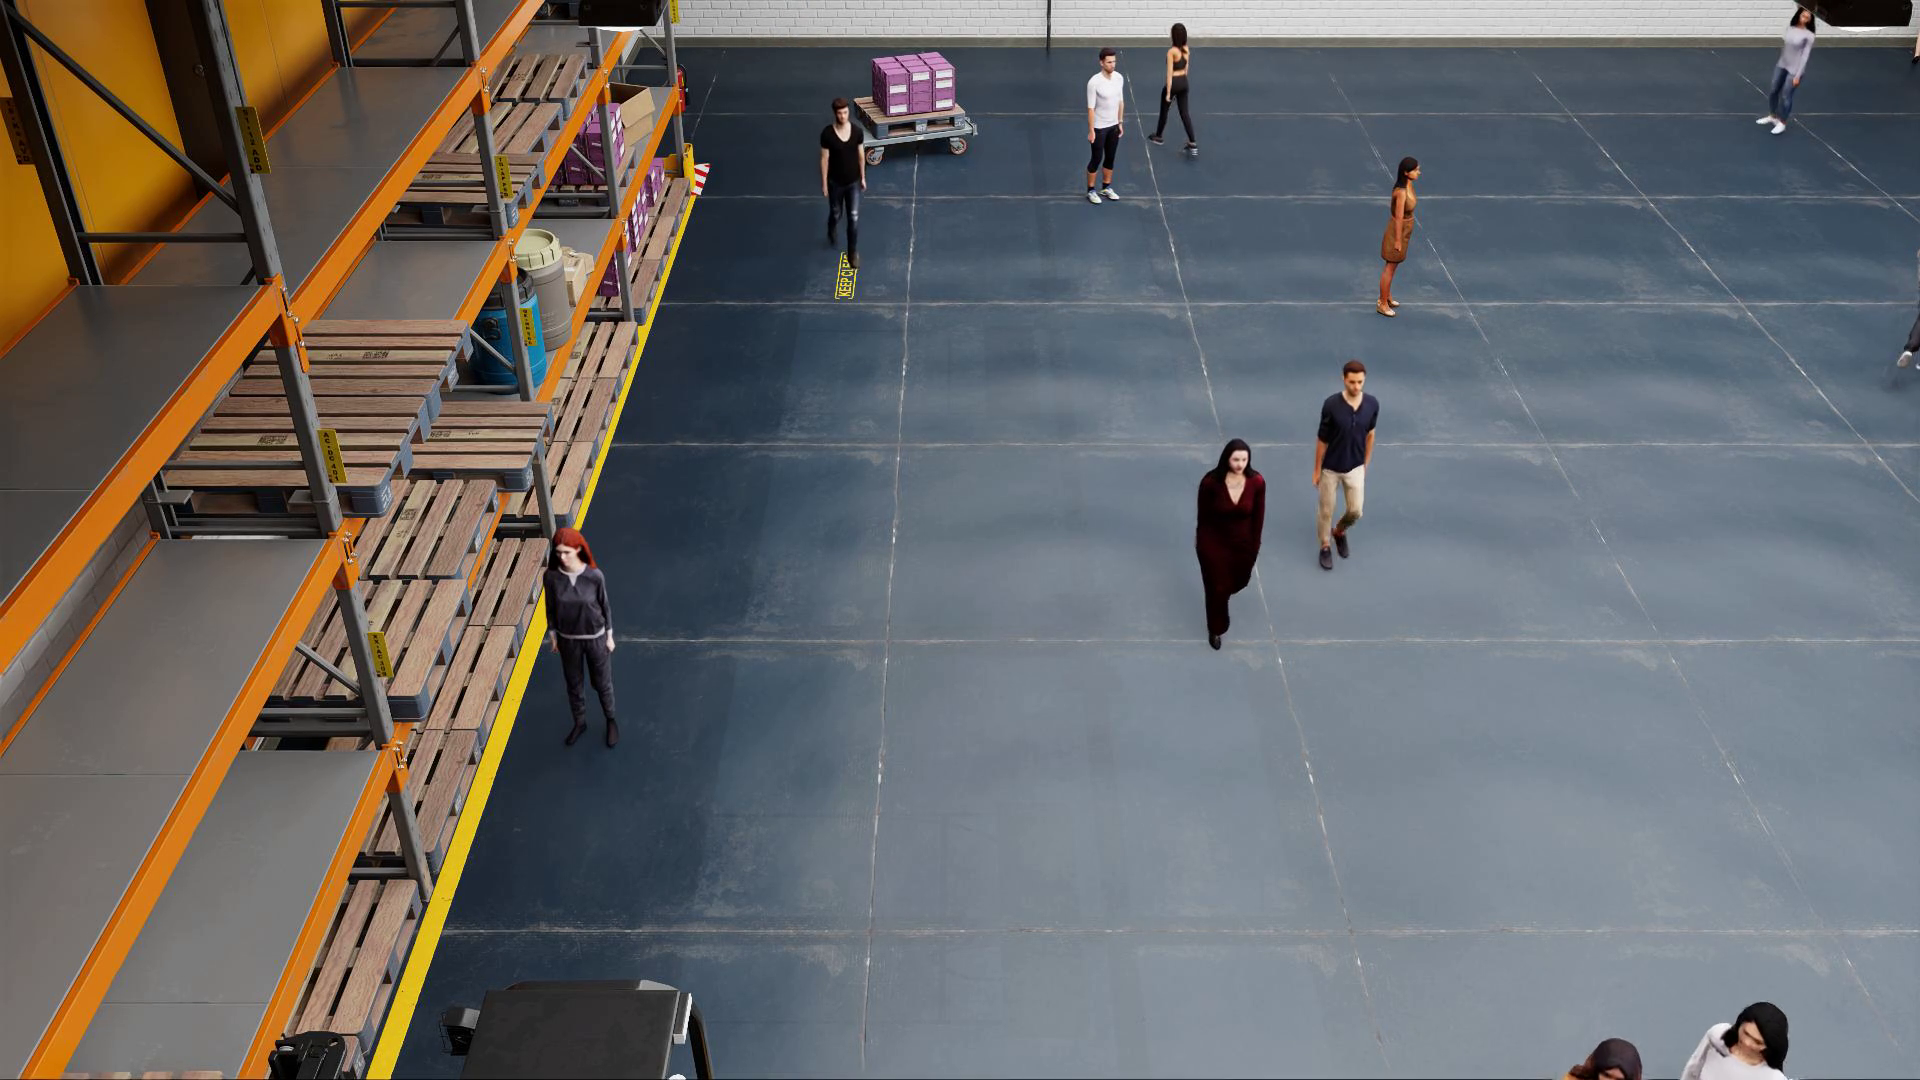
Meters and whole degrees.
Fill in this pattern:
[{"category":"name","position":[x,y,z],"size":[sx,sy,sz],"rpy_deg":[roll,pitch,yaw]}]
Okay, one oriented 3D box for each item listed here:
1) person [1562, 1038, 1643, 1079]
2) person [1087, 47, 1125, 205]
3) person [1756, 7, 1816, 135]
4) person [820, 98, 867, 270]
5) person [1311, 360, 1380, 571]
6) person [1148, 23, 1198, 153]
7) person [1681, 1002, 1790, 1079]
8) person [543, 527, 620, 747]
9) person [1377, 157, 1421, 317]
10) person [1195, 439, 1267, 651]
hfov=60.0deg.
[{"category":"person","position":[2.995,2.973,8.033],"size":[0.955,1.702,1.082],"rpy_deg":[16,37,23]},{"category":"person","position":[1.722,-4.954,19.827],"size":[0.742,1.848,0.759],"rpy_deg":[-20,39,-28]},{"category":"person","position":[10.903,-6.168,21.783],"size":[0.861,1.705,0.728],"rpy_deg":[-5,34,-7]},{"category":"person","position":[-1.300,-3.990,18.355],"size":[0.868,1.873,1.171],"rpy_deg":[-9,35,-13]},{"category":"person","position":[3.036,-0.632,13.329],"size":[0.632,1.842,0.622],"rpy_deg":[-1,34,-1]},{"category":"person","position":[2.818,-5.713,21.188],"size":[0.968,1.604,1.146],"rpy_deg":[-20,38,-27]},{"category":"person","position":[3.856,2.854,8.255],"size":[1.014,1.655,1.163],"rpy_deg":[-14,36,-20]},{"category":"person","position":[-2.594,0.667,11.433],"size":[0.584,1.779,0.473],"rpy_deg":[0,34,1]},{"category":"person","position":[4.548,-3.167,17.282],"size":[0.686,1.690,0.564],"rpy_deg":[13,36,19]},{"category":"person","position":[1.991,-0.035,12.525],"size":[0.661,1.739,0.919],"rpy_deg":[-1,34,-1]}]
